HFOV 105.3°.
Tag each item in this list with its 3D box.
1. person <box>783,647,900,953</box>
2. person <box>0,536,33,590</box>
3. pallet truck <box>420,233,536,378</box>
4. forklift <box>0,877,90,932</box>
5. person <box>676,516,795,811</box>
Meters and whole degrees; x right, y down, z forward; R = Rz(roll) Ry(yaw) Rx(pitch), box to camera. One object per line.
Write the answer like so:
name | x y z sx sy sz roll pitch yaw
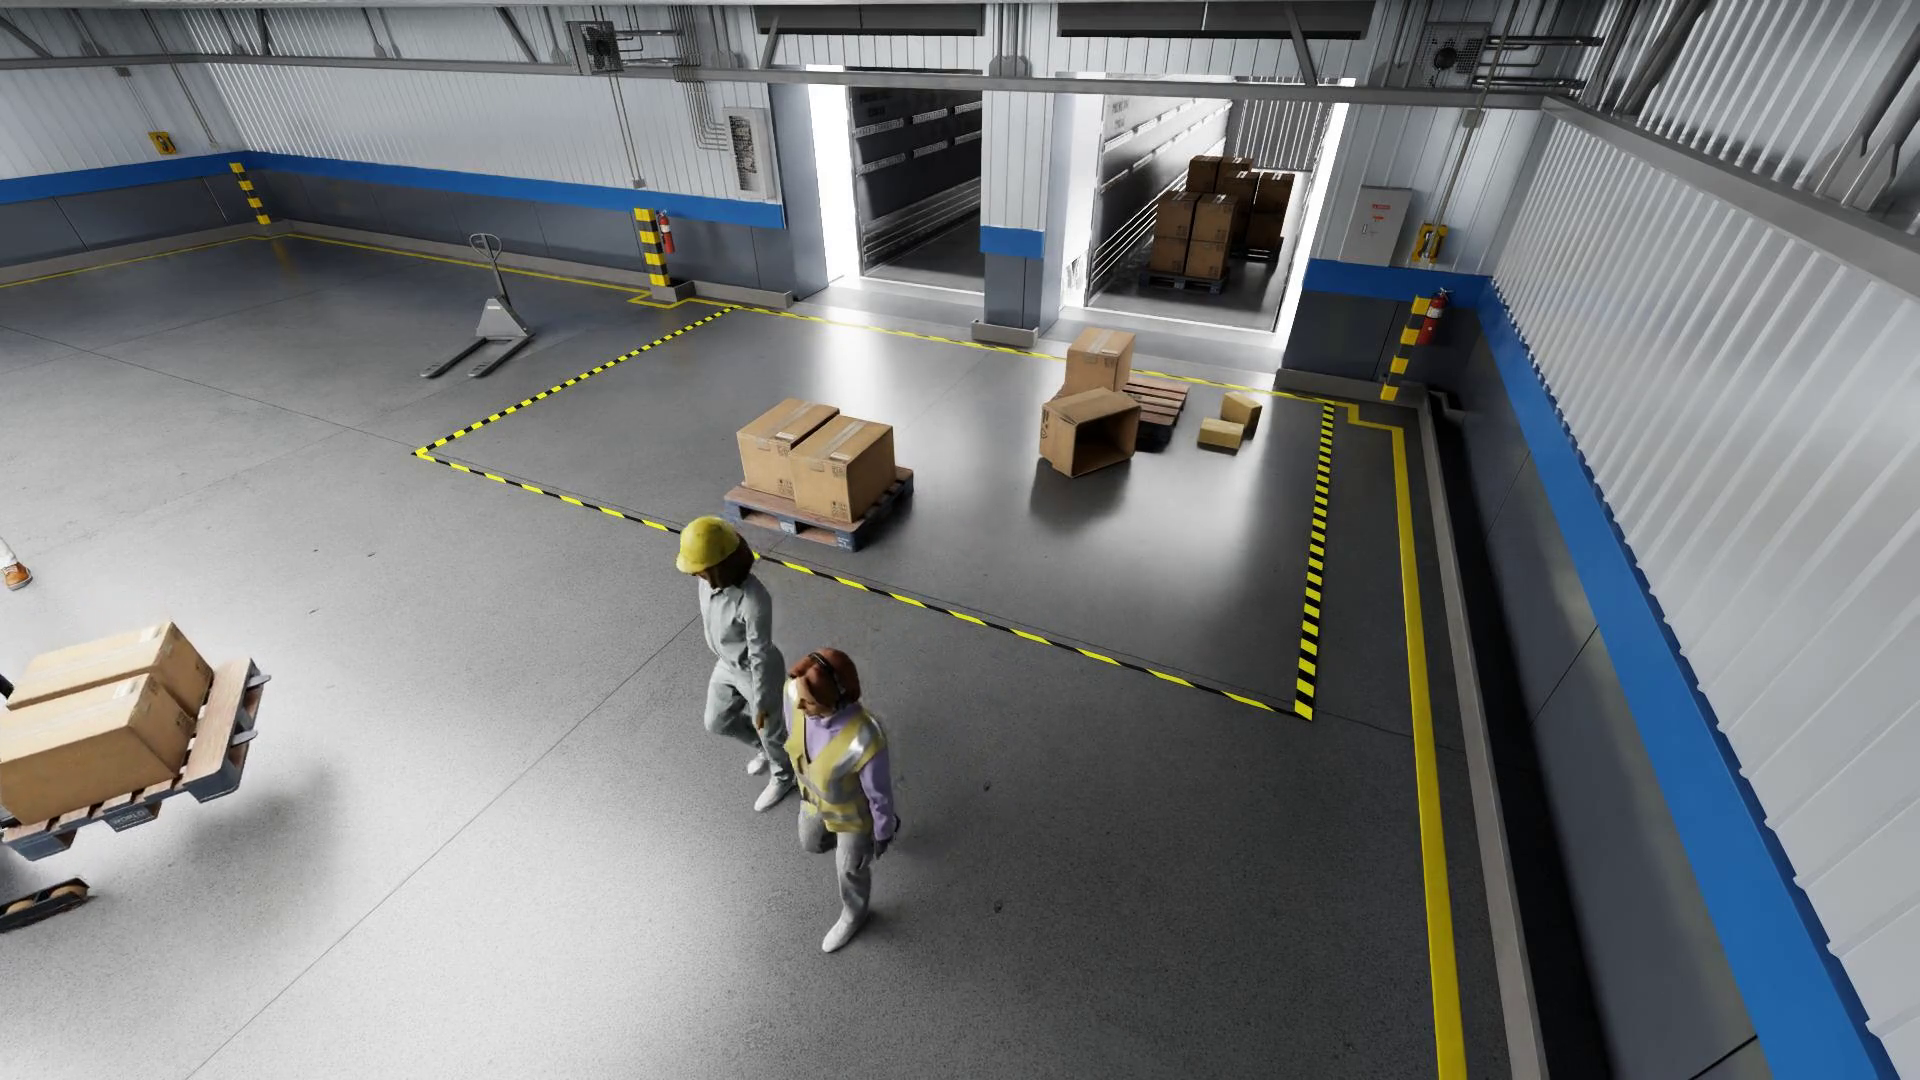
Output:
person | -0.424 0.994 2.889 0.530 1.618 0.569 27 43 32
person | -6.849 -0.453 4.645 0.602 1.949 0.390 -24 42 -30
pallet truck | -5.664 -2.712 8.427 0.680 1.201 1.601 0 35 -1
forklift | -4.893 0.901 2.666 0.776 2.013 0.716 -19 40 -24
person | -0.968 0.610 3.342 0.490 1.724 0.385 26 43 32
